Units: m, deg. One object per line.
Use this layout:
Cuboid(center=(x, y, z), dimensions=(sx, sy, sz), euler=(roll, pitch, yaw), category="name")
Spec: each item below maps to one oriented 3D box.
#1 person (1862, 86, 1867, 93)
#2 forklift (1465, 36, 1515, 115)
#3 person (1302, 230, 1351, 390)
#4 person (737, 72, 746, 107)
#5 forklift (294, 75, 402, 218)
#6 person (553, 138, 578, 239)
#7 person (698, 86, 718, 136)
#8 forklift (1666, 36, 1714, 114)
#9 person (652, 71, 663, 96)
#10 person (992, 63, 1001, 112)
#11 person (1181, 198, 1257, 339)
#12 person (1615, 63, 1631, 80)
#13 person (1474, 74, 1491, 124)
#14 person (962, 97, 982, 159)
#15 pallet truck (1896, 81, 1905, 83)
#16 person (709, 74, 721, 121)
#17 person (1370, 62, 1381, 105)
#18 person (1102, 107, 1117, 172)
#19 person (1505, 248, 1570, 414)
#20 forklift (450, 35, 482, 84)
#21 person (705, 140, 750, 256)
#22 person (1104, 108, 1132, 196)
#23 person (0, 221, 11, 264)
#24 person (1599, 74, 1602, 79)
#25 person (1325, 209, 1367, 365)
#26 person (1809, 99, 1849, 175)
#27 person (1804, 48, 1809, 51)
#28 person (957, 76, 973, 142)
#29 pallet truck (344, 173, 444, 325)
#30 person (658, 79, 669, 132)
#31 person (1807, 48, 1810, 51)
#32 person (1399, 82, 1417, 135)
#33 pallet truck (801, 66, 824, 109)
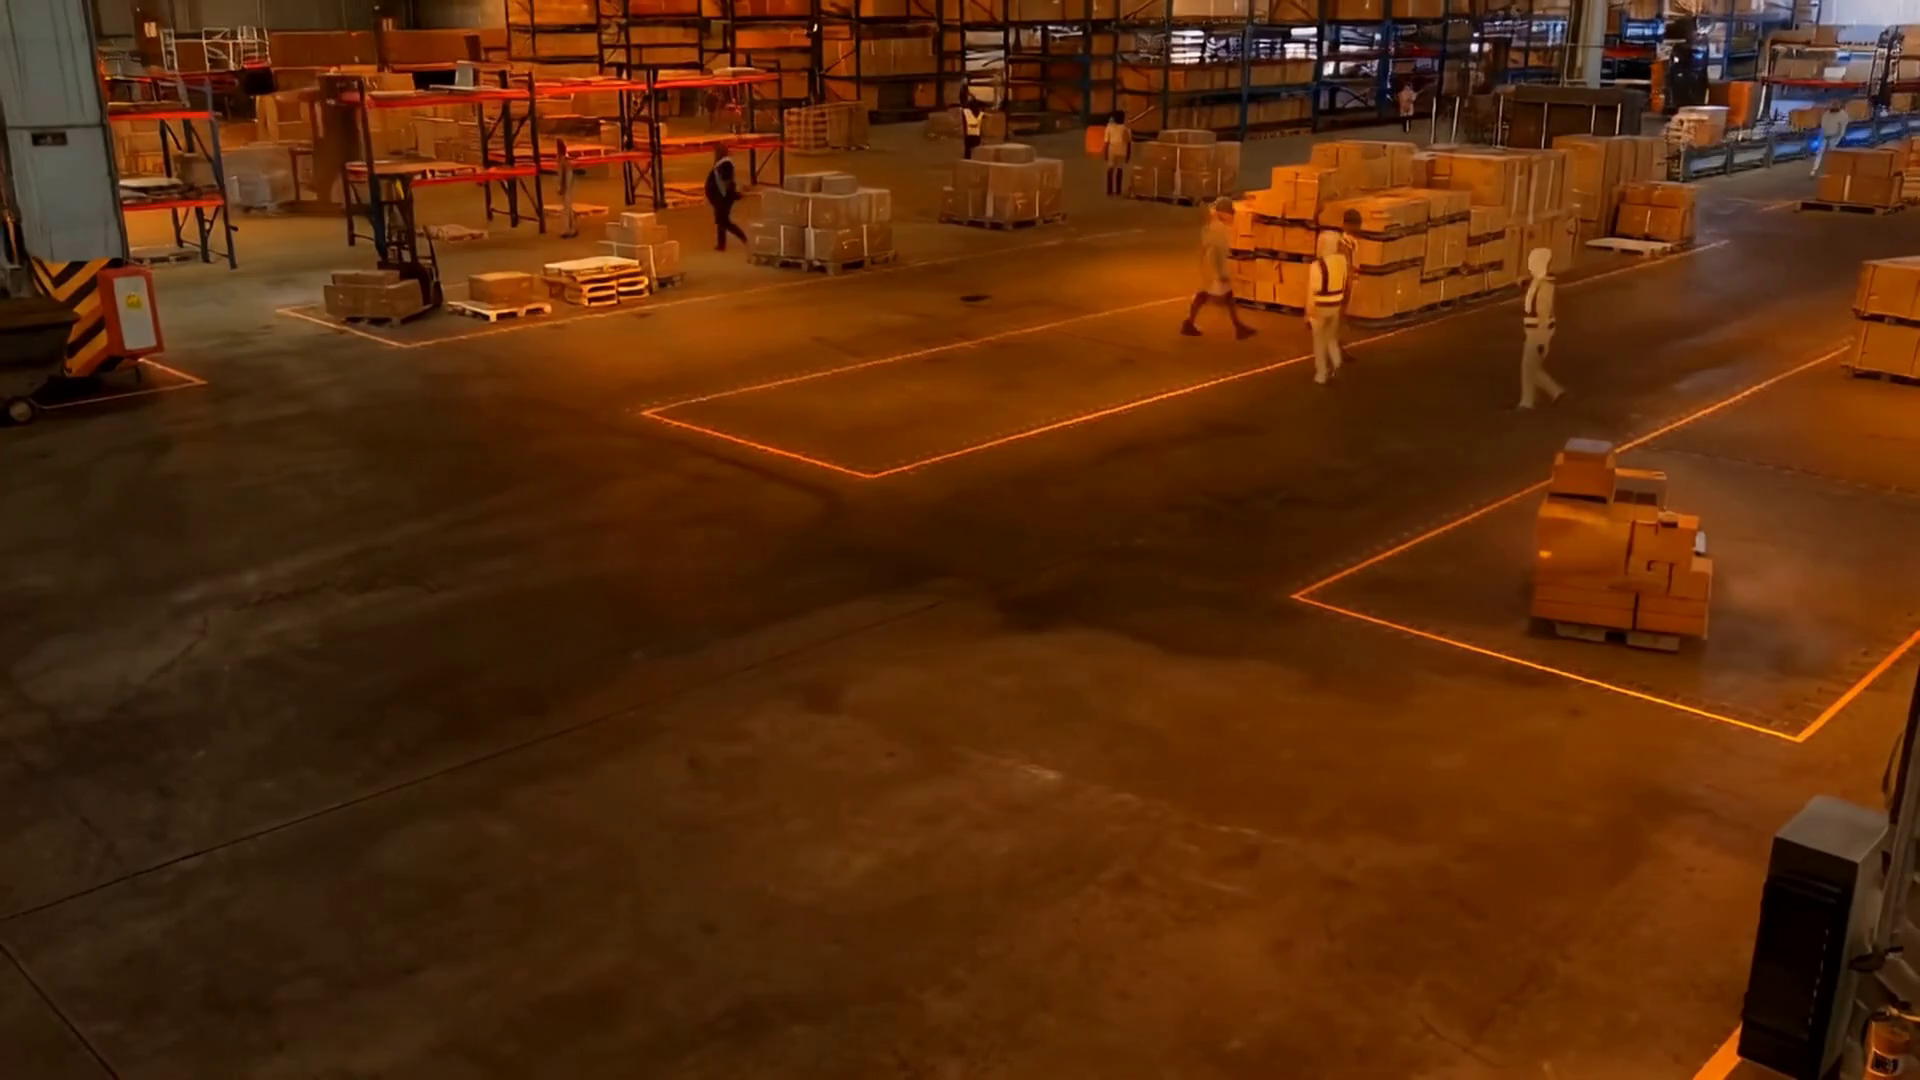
Cuboid(center=(36.461, -18.450, 67.066), dimensions=(0.600, 1.804, 0.826), euler=(-15, 24, -38), category="person")
Cuboid(center=(19.973, -17.201, 61.605), dimensions=(1.873, 2.768, 1.129), euler=(16, 24, 40), category="forklift")
Cuboid(center=(4.255, -2.666, 19.387), dimensions=(0.609, 1.873, 0.406), euler=(-10, 21, -27), category="person")
Cuboid(center=(-7.242, -14.644, 55.402), dimensions=(0.388, 1.930, 0.540), euler=(-6, 19, -18), category="person")
Cuboid(center=(-12.680, -8.089, 34.151), dimensions=(1.873, 2.768, 1.129), euler=(2, 18, 5), category="forklift")
Cuboid(center=(-7.435, -6.613, 31.313), dimensions=(0.329, 1.861, 0.499), euler=(-1, 18, -4), category="person")
Cuboid(center=(-7.864, -13.376, 51.632), dimensions=(0.800, 1.912, 0.348), euler=(5, 19, 14), category="person")
Cuboid(center=(27.341, -17.291, 61.877), dimensions=(1.129, 2.768, 1.873), euler=(17, 25, 41), category="forklift")
Cuboid(center=(-11.326, -16.719, 62.153), dimensions=(0.504, 1.603, 0.836), euler=(13, 22, 34), category="person")
Cuboid(center=(1.340, -16.360, 60.554), dimensions=(0.372, 1.934, 0.627), euler=(3, 19, 8), category="person")
Cuboid(center=(3.478, -3.638, 22.317), dimensions=(1.053, 1.884, 0.551), euler=(10, 21, 27), category="person")
Cuboid(center=(24.674, -16.846, 62.080), dimensions=(0.532, 1.889, 0.670), euler=(-14, 23, -35), category="person")
Cuboid(center=(18.113, -15.278, 57.629), dimensions=(0.543, 1.713, 0.931), euler=(1, 18, 2), category="person")
Cuboid(center=(0.299, -10.212, 42.061), dimensions=(0.390, 1.914, 0.587), euler=(17, 25, 42), category="person")
Cuboid(center=(34.802, -16.331, 61.455), dimensions=(0.653, 1.274, 1.630), euler=(17, 25, 41), category="pallet truck")
Cuboid(center=(-8.562, -15.348, 57.885), dimensions=(0.410, 1.684, 0.548), euler=(12, 22, 32), category="person")
Cuboid(center=(15.717, -16.922, 62.315), dimensions=(0.986, 1.893, 0.555), euler=(13, 22, 34), category="person")
Cuboid(center=(3.879, -10.275, 42.677), dimensions=(0.307, 1.641, 0.515), euler=(-7, 20, -20), category="person")
Cuboid(center=(6.371, -2.256, 18.167), dimensions=(0.543, 1.873, 0.589), euler=(3, 19, 8), category="person")
Cuboid(center=(-18.327, -17.607, 62.830), dimensions=(1.873, 2.768, 1.129), euler=(-11, 21, -29), category="forklift")
Cuboid(center=(-4.124, -6.047, 29.312), dimensions=(0.736, 2.000, 0.695), euler=(-6, 19, -17), category="person")
Cuboid(center=(3.578, -8.785, 37.696), dimensions=(0.624, 1.949, 0.407), euler=(4, 19, 12), category="person")
Cuboid(center=(-16.495, -5.667, 28.402), dimensions=(0.562, 1.894, 0.581), euler=(-5, 19, -14), category="person")
Cuboid(center=(20.190, -13.662, 52.337), dimensions=(1.046, 1.996, 0.605), euler=(-15, 23, -38), category="person")
Cuboid(center=(4.828, -3.168, 20.807), dimensions=(0.417, 1.939, 0.602), euler=(10, 21, 28), category="person")
Cuboid(center=(21.840, -10.084, 41.746), dimensions=(0.919, 1.870, 0.651), euler=(-16, 24, -39), category="person")
Cuboid(center=(42.411, -23.862, 83.485), dimensions=(0.574, 1.732, 0.574), euler=(-17, 25, -41), category="person")
Cuboid(center=(0.247, -13.216, 51.034), dimensions=(0.736, 1.959, 0.634), euler=(-2, 19, -7), category="person")
Cuboid(center=(-8.209, -4.181, 23.757), dimensions=(0.823, 1.965, 1.885), euler=(3, 19, 9), category="pallet truck")
Cuboid(center=(-9.725, -14.193, 54.393), dimensions=(0.318, 1.697, 0.535), euler=(5, 19, 14), category="person")
Cuboid(center=(42.311, -23.746, 82.818), dimensions=(0.650, 1.922, 0.902), euler=(0, 18, 0), category="person")
Cuboid(center=(14.398, -13.895, 53.560), dimensions=(0.551, 1.654, 0.873), euler=(5, 19, 13), category="person")
Cuboid(center=(-4.812, -15.182, 56.903), dimensions=(0.823, 1.965, 1.885), euler=(-9, 21, -26), category="pallet truck")
